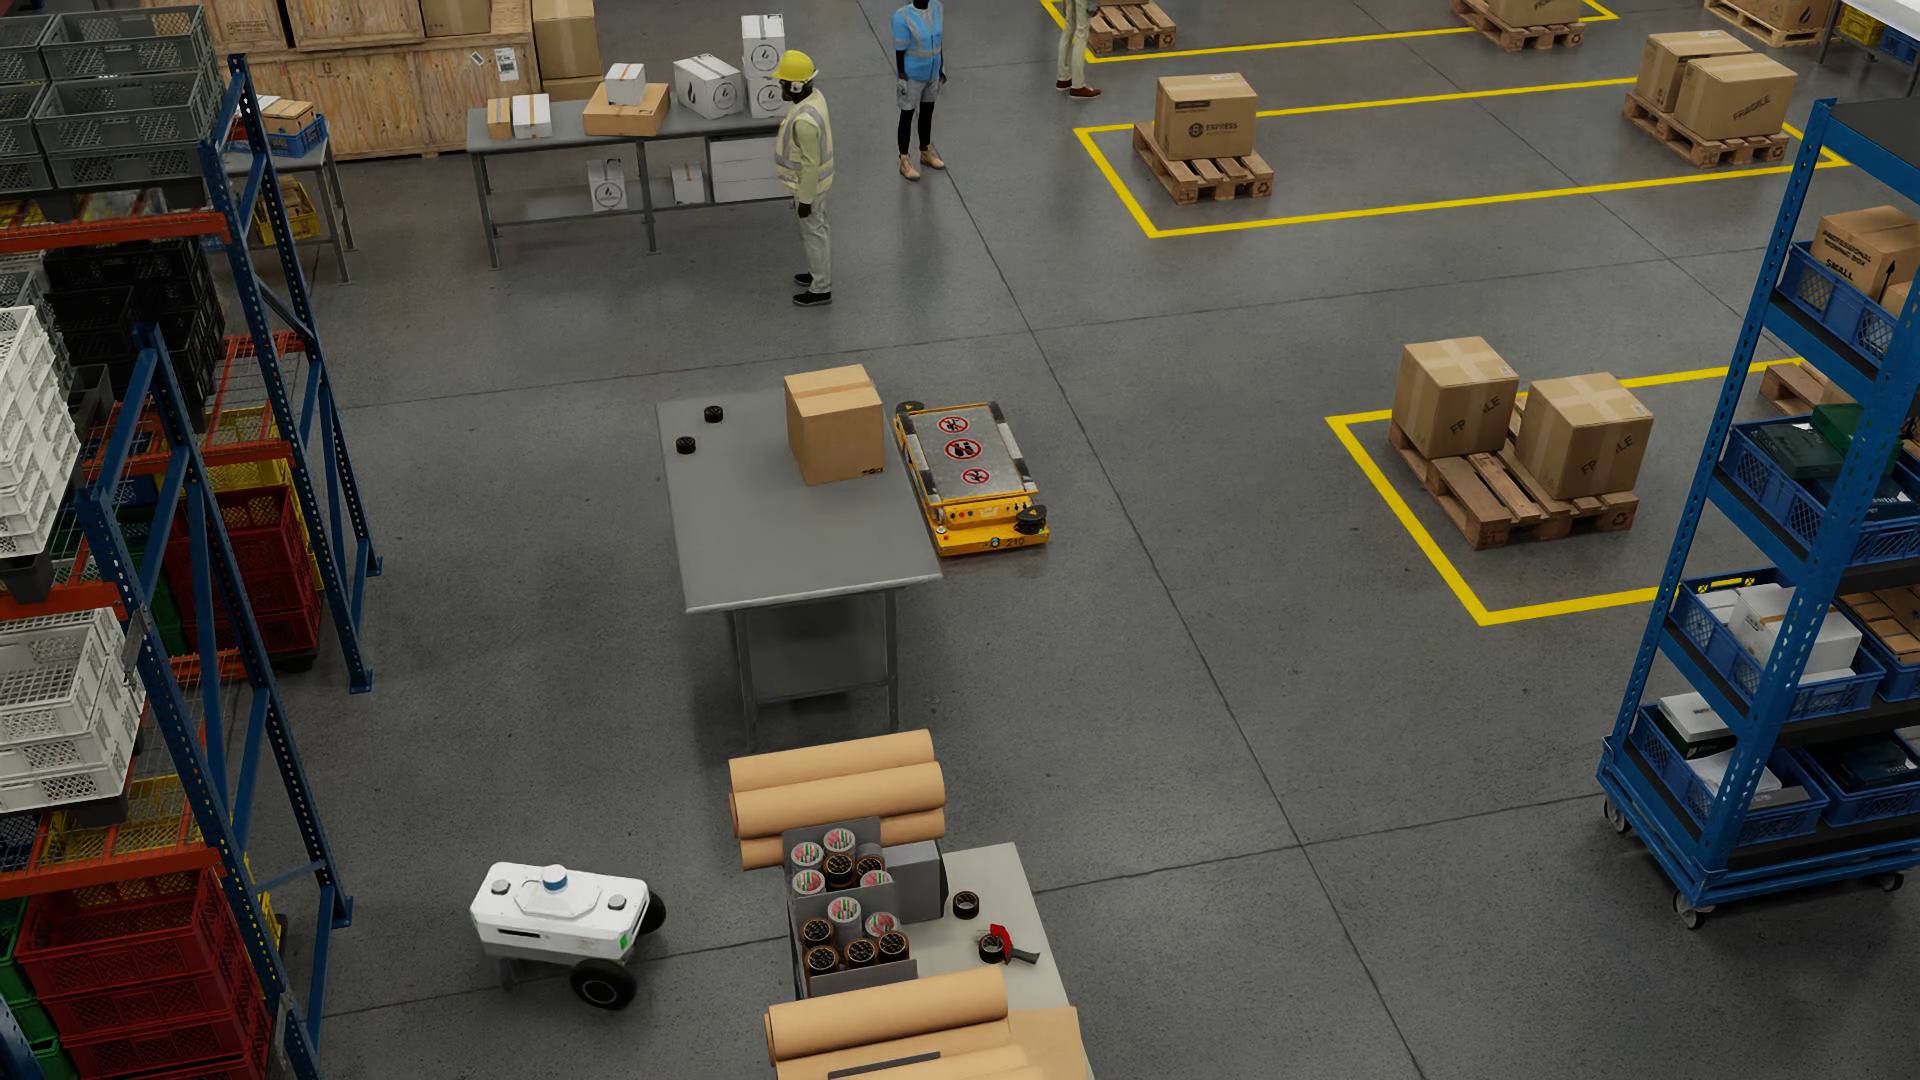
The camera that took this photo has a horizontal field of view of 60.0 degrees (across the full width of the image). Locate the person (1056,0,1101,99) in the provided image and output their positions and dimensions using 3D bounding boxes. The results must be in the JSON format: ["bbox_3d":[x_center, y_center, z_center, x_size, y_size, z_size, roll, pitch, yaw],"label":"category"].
[{"bbox_3d":[1.069,-4.878,14.761,0.317,1.865,0.523,-16,40,-21],"label":"person"}]

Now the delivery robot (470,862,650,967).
[{"bbox_3d":[-1.698,1.584,7.090,0.707,0.478,0.477,6,37,8],"label":"delivery robot"}]

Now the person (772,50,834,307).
[{"bbox_3d":[-1.080,-2.519,11.617,0.403,1.831,0.596,0,37,0],"label":"person"}]

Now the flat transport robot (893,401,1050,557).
[{"bbox_3d":[0.046,-0.430,10.108,0.652,0.197,1.431,-8,37,-10],"label":"flat transport robot"}]

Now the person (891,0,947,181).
[{"bbox_3d":[-0.320,-3.766,13.408,0.321,1.692,0.529,31,46,35],"label":"person"}]

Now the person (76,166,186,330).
[{"bbox_3d":[-5.367,-1.865,10.741,0.493,1.828,0.647,-28,45,-33],"label":"person"}]
